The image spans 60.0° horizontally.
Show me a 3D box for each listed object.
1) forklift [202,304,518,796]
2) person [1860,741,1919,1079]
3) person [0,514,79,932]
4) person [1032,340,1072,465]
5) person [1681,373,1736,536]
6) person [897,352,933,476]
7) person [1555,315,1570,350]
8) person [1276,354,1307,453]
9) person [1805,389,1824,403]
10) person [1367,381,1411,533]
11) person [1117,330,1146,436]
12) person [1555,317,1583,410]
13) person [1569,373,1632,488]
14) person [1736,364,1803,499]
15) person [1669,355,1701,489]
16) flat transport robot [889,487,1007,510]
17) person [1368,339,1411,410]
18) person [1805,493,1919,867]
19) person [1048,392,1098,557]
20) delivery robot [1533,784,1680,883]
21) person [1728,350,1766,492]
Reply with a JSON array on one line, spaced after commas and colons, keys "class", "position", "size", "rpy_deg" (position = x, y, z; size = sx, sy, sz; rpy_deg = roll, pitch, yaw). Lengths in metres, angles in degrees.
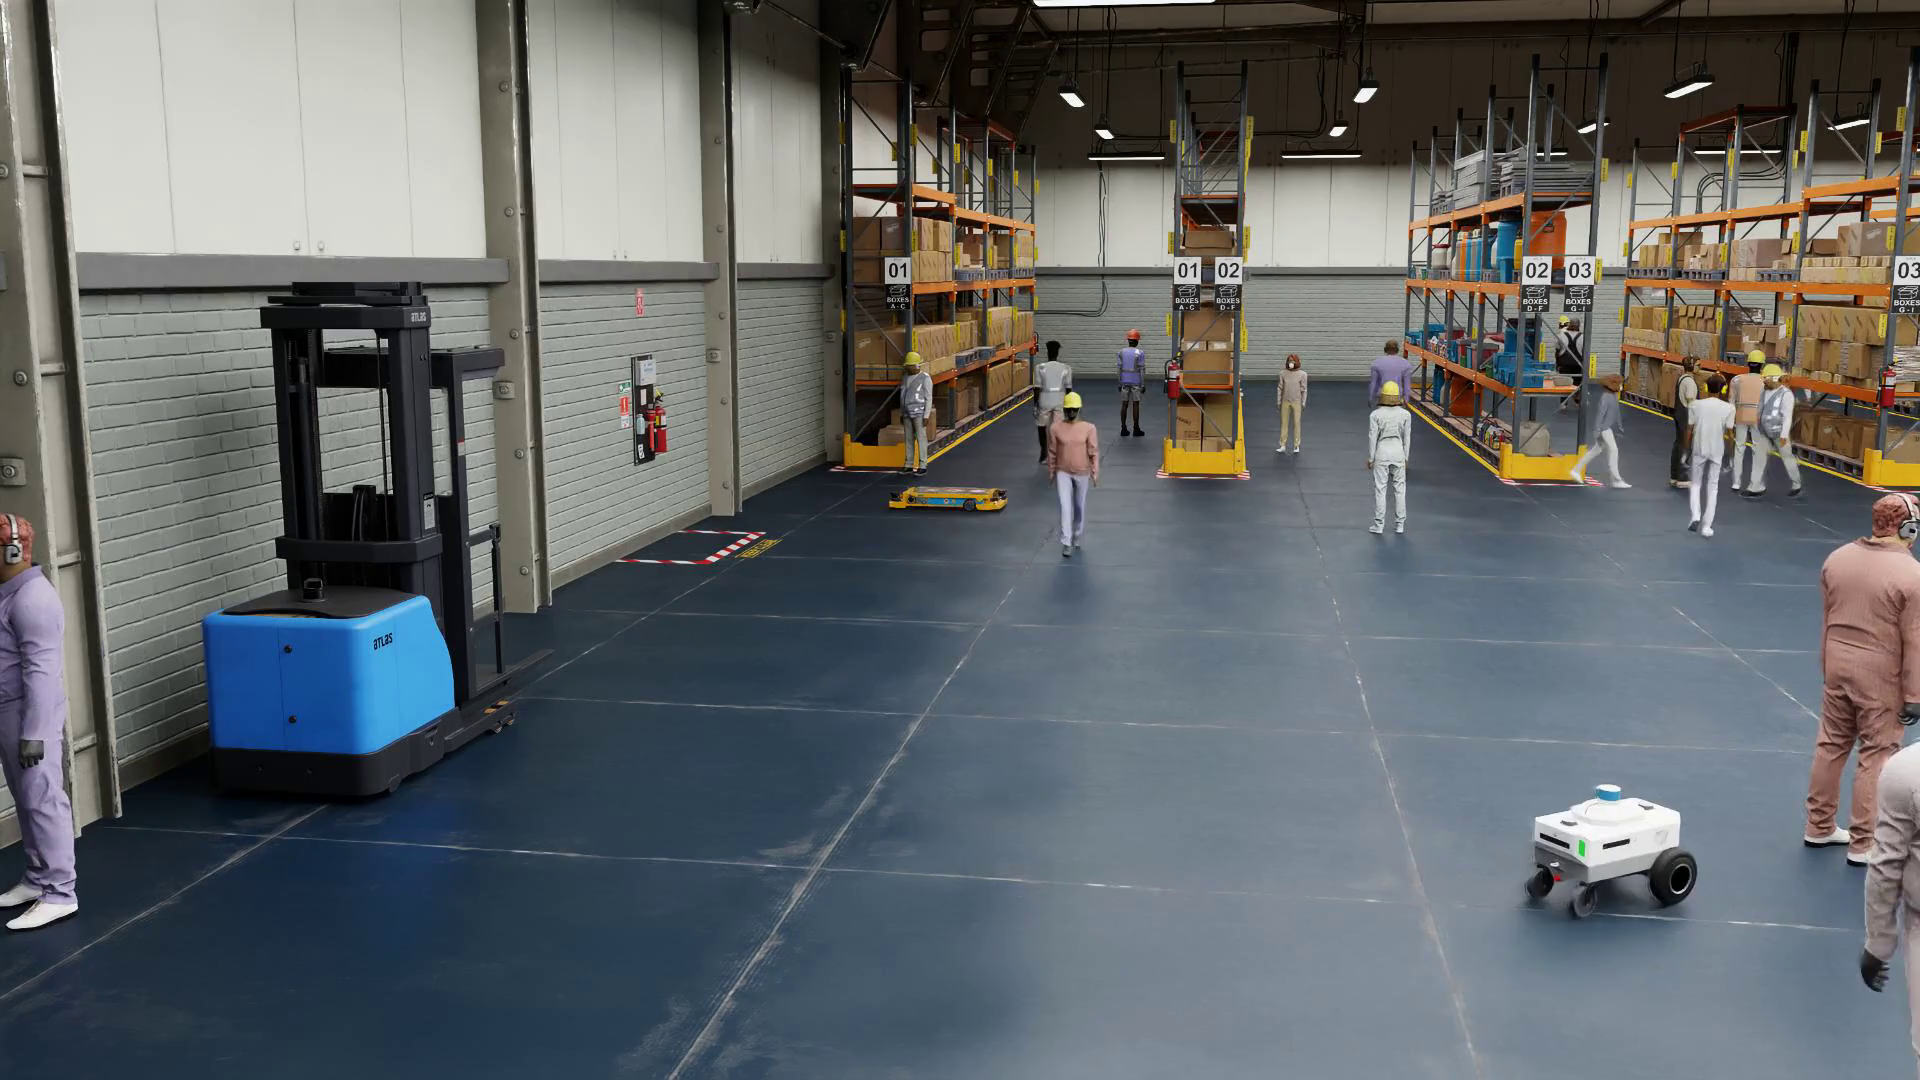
[{"class": "forklift", "position": [-3.673, -0.038, 10.147], "size": [1.129, 2.768, 1.873], "rpy_deg": [1, 9, 9]}, {"class": "person", "position": [3.189, 1.255, 5.190], "size": [0.656, 1.864, 1.034], "rpy_deg": [3, 10, 18]}, {"class": "person", "position": [-4.349, 0.823, 7.687], "size": [0.408, 1.913, 0.642], "rpy_deg": [-8, 12, -39]}, {"class": "person", "position": [1.396, -2.082, 25.468], "size": [0.642, 1.943, 0.667], "rpy_deg": [-2, 9, -9]}, {"class": "person", "position": [8.530, -0.974, 18.947], "size": [0.561, 1.851, 0.397], "rpy_deg": [5, 11, 30]}, {"class": "person", "position": [-0.677, -1.856, 24.488], "size": [0.589, 1.822, 0.403], "rpy_deg": [8, 12, 42]}, {"class": "person", "position": [15.791, -4.959, 43.587], "size": [0.404, 1.835, 0.587], "rpy_deg": [7, 11, 35]}, {"class": "person", "position": [5.504, -2.271, 27.618], "size": [0.497, 1.634, 0.279], "rpy_deg": [4, 10, 26]}, {"class": "person", "position": [19.638, -4.063, 38.175], "size": [0.640, 1.788, 0.974], "rpy_deg": [6, 11, 35]}, {"class": "person", "position": [4.930, -0.951, 19.143], "size": [0.484, 1.745, 0.307], "rpy_deg": [0, 9, 0]}, {"class": "person", "position": [3.150, -2.875, 30.418], "size": [0.551, 1.935, 0.375], "rpy_deg": [6, 11, 32]}, {"class": "person", "position": [13.359, -3.863, 36.321], "size": [0.686, 2.000, 0.990], "rpy_deg": [4, 10, 22]}, {"class": "person", "position": [8.989, -1.548, 23.295], "size": [0.843, 1.594, 0.527], "rpy_deg": [6, 11, 34]}, {"class": "person", "position": [10.817, -1.431, 22.018], "size": [0.913, 1.784, 0.631], "rpy_deg": [-2, 10, -14]}, {"class": "person", "position": [10.129, -1.656, 23.180], "size": [0.346, 1.847, 0.505], "rpy_deg": [1, 9, 5]}, {"class": "flat transport robot", "position": [-0.145, -0.540, 21.271], "size": [1.431, 0.197, 0.652], "rpy_deg": [1, 9, 9]}, {"class": "person", "position": [6.896, -2.277, 26.835], "size": [0.634, 1.909, 0.867], "rpy_deg": [0, 9, 2]}, {"class": "person", "position": [4.682, 0.702, 8.504], "size": [0.400, 1.897, 0.637], "rpy_deg": [-3, 10, -19]}, {"class": "person", "position": [1.216, -0.739, 17.877], "size": [0.530, 1.732, 0.873], "rpy_deg": [0, 9, 3]}, {"class": "delivery robot", "position": [3.111, 1.422, 8.005], "size": [0.707, 0.478, 0.477], "rpy_deg": [-5, 10, -27]}, {"class": "person", "position": [10.828, -1.632, 22.781], "size": [0.589, 1.927, 0.388], "rpy_deg": [7, 11, 35]}]
